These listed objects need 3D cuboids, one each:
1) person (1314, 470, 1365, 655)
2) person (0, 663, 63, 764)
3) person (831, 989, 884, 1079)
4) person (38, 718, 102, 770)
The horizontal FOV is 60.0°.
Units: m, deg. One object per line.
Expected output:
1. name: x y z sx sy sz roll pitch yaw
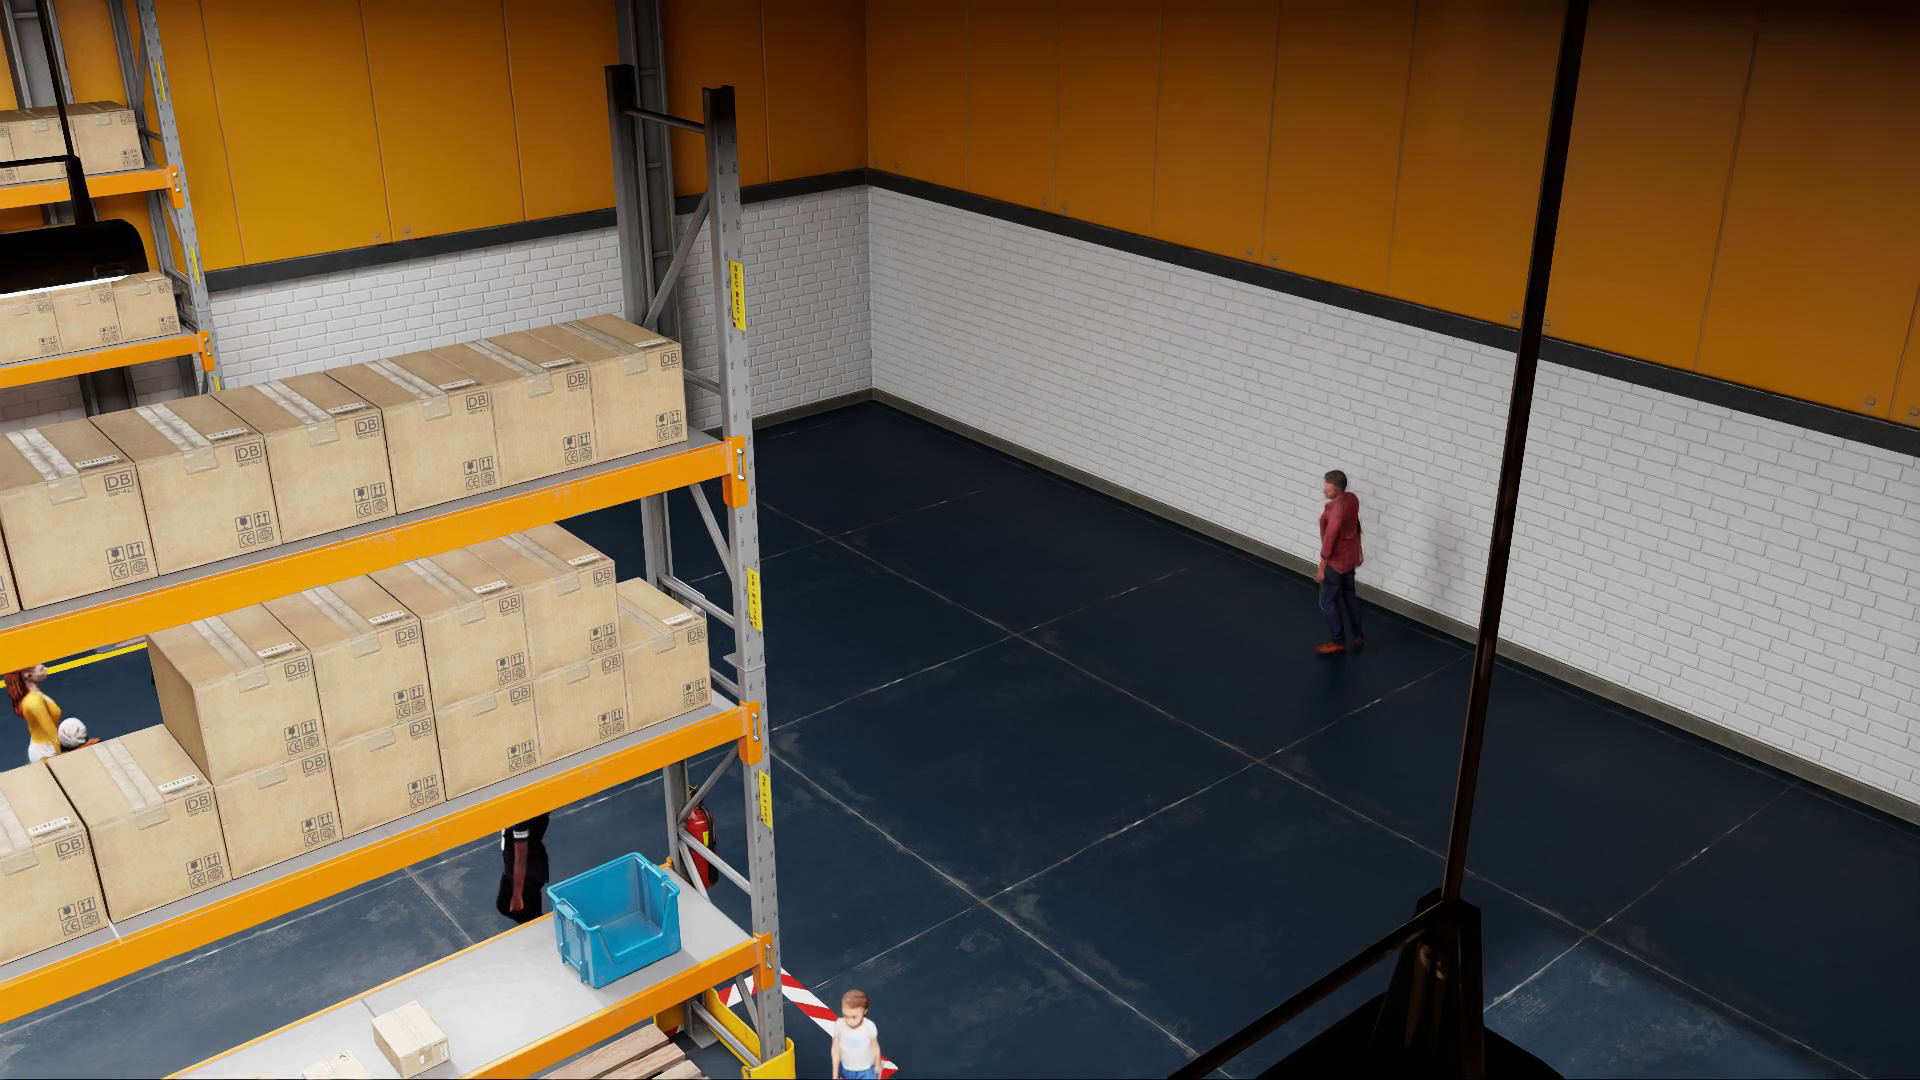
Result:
1. person: 3.515 0.196 15.143 0.689 1.796 1.002 -19 30 -36
2. person: -6.623 1.618 11.959 0.624 1.740 0.588 -17 29 -34
3. person: -0.582 3.013 9.701 0.642 0.992 0.766 7 25 15
4. person: -5.915 1.932 11.375 0.585 1.633 0.721 -14 27 -28
